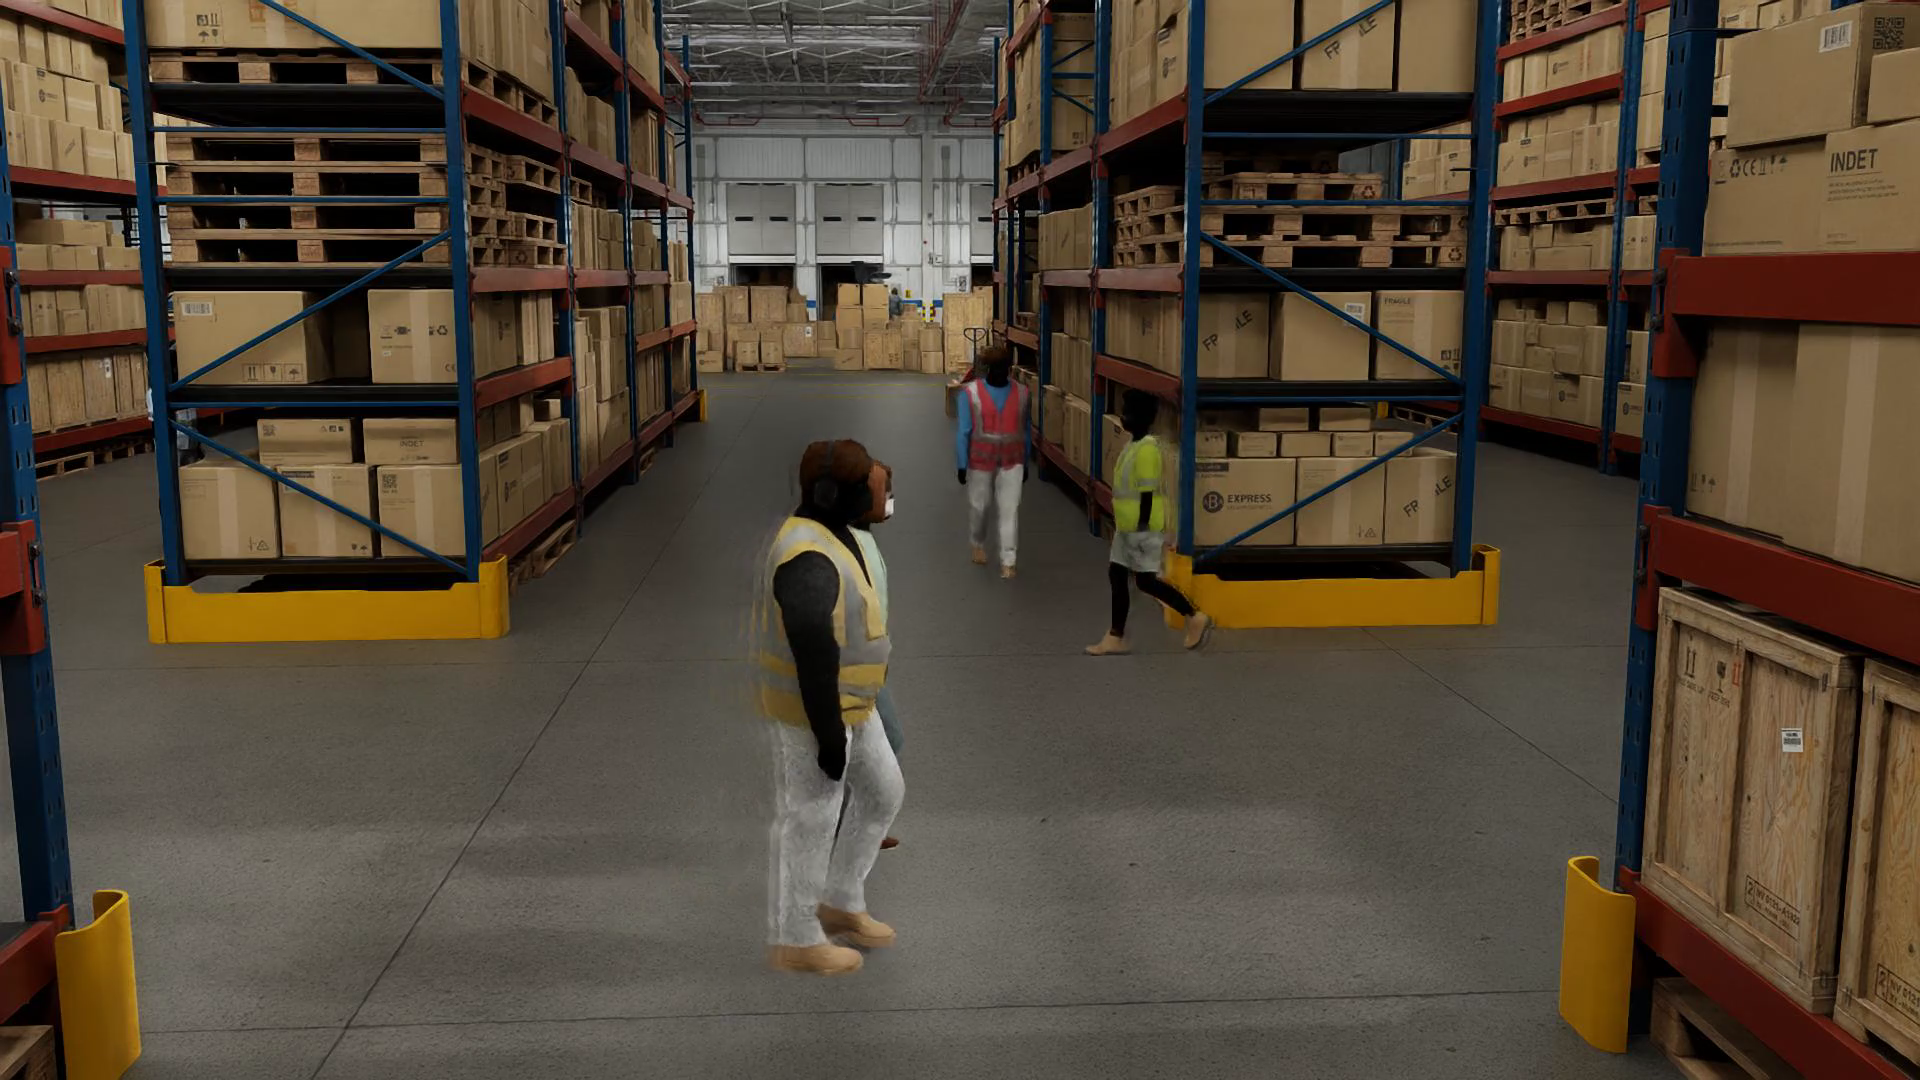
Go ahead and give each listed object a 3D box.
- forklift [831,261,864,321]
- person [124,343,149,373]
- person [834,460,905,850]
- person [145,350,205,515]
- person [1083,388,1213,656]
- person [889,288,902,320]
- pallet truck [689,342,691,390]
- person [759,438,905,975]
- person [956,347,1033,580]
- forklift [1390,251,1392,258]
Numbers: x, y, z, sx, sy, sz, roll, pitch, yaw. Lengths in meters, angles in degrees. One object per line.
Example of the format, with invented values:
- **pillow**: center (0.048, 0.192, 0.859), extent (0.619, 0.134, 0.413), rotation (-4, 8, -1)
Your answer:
- **forklift**: center (-3.331, -7.829, 54.991), extent (1.873, 2.768, 1.129), rotation (-1, 9, -4)
- **person**: center (-19.188, -4.700, 38.561), extent (0.632, 1.854, 0.528), rotation (2, 9, 12)
- **person**: center (-0.368, 0.482, 6.721), extent (0.337, 1.618, 0.530), rotation (0, 9, 2)
- **person**: center (-6.925, -0.828, 14.727), extent (0.318, 1.700, 0.536), rotation (3, 10, 21)
- **person**: center (1.163, -0.097, 10.208), extent (0.722, 1.676, 0.530), rotation (-1, 9, -7)
- **person**: center (-2.308, -7.829, 57.980), extent (0.632, 1.931, 0.382), rotation (3, 10, 21)
- **pallet truck**: center (-5.225, -3.008, 27.480), extent (1.885, 1.965, 0.823), rotation (2, 9, 14)
- **person**: center (-0.391, 0.567, 5.574), extent (0.541, 1.821, 0.664), rotation (1, 9, 4)
- **person**: center (0.268, -0.633, 13.186), extent (0.626, 1.814, 0.911), rotation (-1, 9, -8)
- **forklift**: center (7.786, -4.157, 31.934), extent (1.873, 2.768, 1.129), rotation (-6, 11, -35)
